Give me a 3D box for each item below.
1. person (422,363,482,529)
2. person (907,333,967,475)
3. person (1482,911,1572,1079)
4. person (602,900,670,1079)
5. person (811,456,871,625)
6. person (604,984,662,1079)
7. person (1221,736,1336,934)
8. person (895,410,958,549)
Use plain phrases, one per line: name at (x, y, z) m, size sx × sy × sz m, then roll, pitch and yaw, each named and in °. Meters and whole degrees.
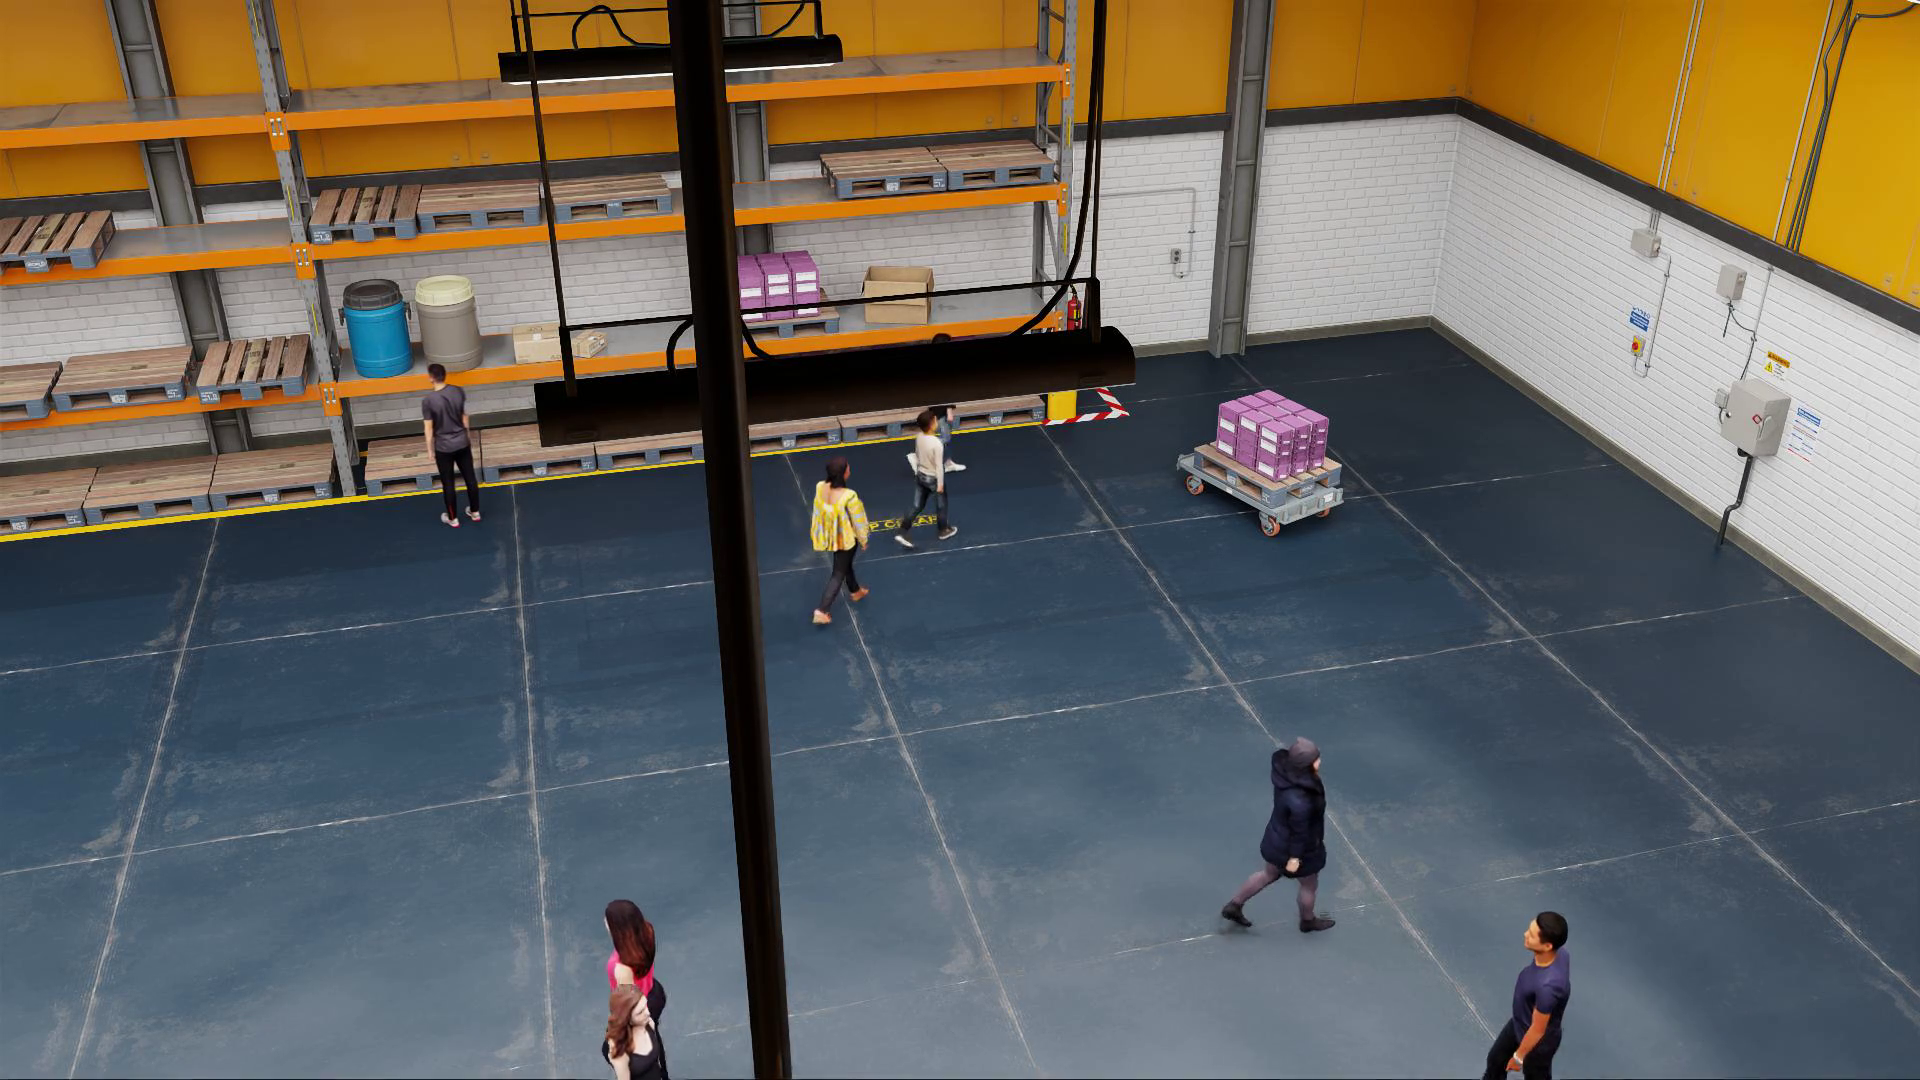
person at (-5.163, -0.973, 16.931) m, size 0.659 × 1.765 × 0.784 m, roll -23°, pitch 36°, yaw -36°
person at (-0.262, -1.429, 17.905) m, size 0.885 × 1.632 × 0.566 m, roll -8°, pitch 30°, yaw -13°
person at (3.468, 2.922, 9.781) m, size 1.014 × 1.774 × 0.894 m, roll 6°, pitch 29°, yaw 11°
person at (-1.867, 2.847, 10.049) m, size 0.775 × 1.649 × 0.718 m, roll 6°, pitch 29°, yaw 11°
person at (-1.150, 0.033, 15.244) m, size 1.064 × 1.614 × 1.185 m, roll 21°, pitch 35°, yaw 34°
person at (-1.893, 3.168, 9.378) m, size 0.998 × 1.729 × 0.865 m, roll 9°, pitch 30°, yaw 16°
person at (2.211, 2.070, 11.474) m, size 1.102 × 1.648 × 0.792 m, roll -2°, pitch 29°, yaw -4°
person at (-0.361, -0.581, 16.552) m, size 0.867 × 1.440 × 1.054 m, roll 25°, pitch 37°, yaw 38°
